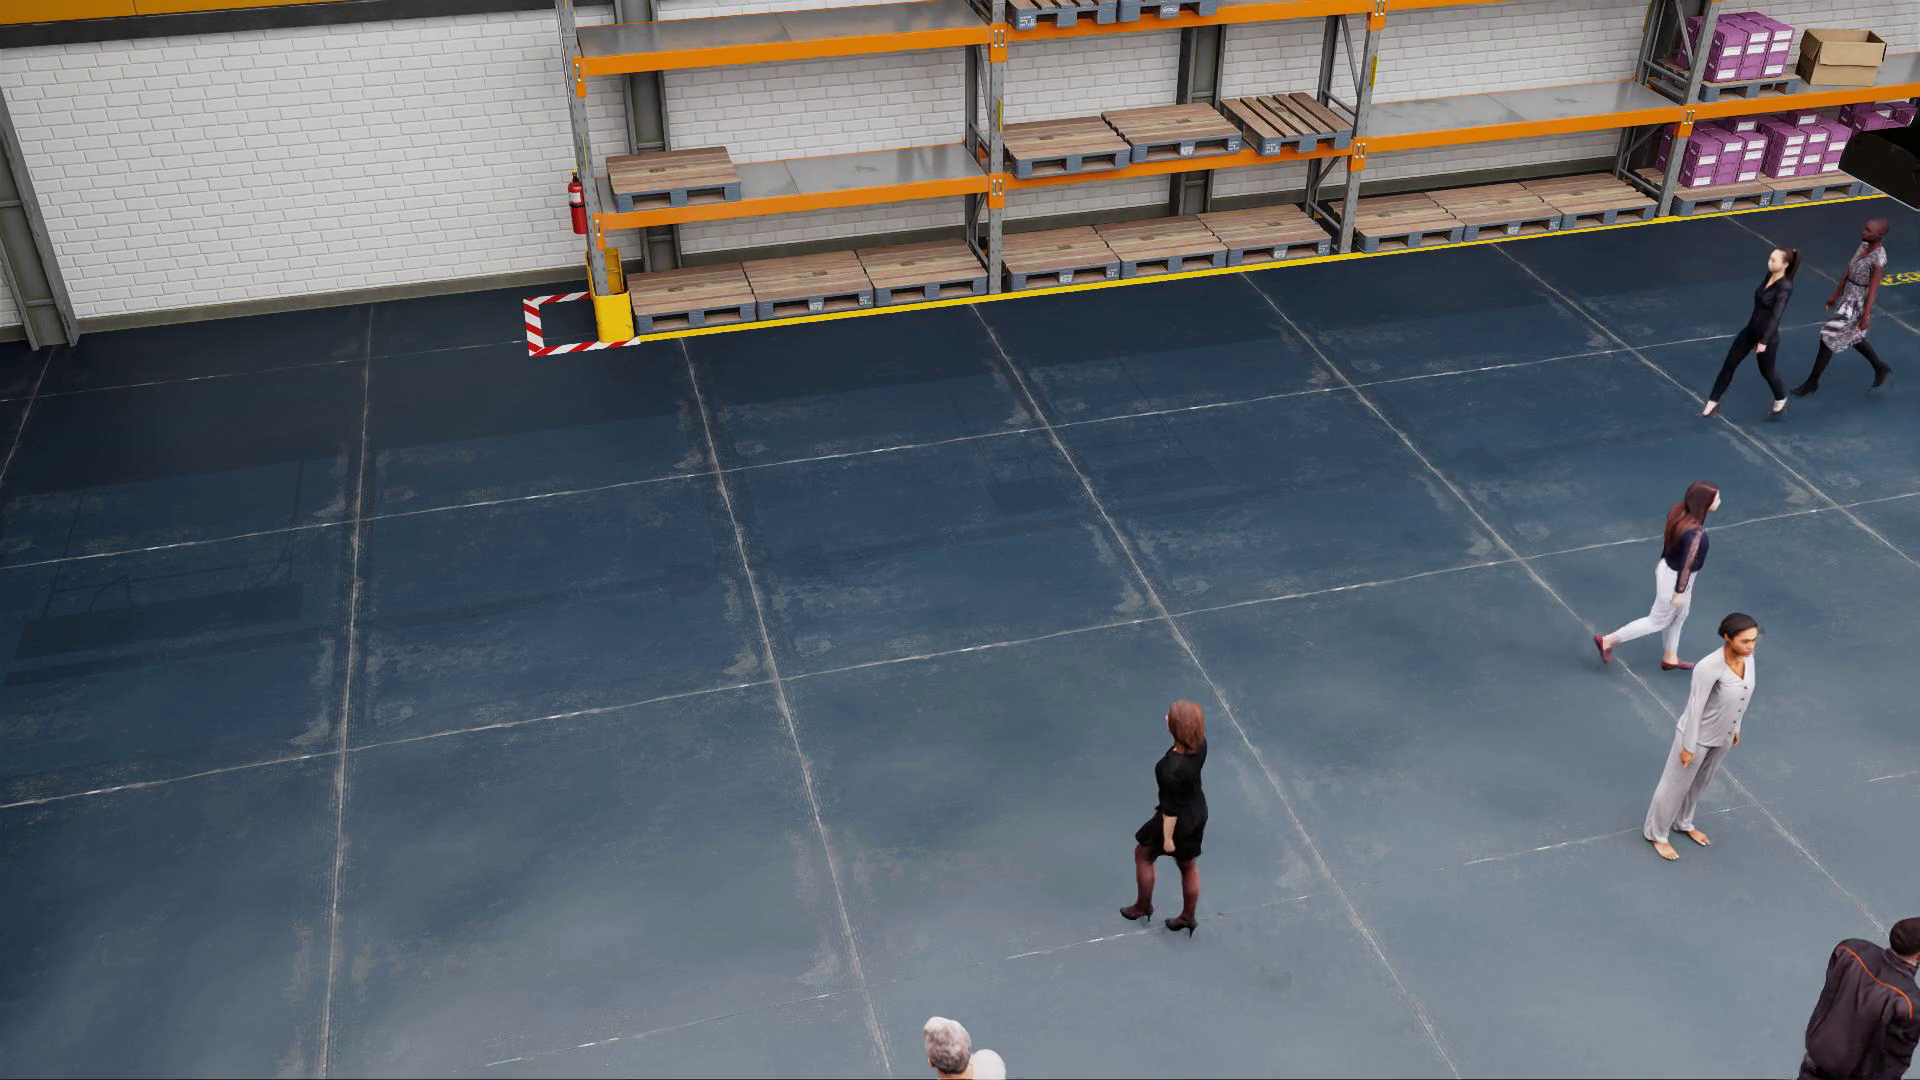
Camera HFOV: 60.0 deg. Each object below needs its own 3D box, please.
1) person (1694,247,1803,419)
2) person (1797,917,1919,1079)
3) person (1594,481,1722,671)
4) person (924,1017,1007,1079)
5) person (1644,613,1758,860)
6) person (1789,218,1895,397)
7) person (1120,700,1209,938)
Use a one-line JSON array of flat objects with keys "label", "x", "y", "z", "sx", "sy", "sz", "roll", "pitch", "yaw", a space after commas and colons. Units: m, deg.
[{"label": "person", "x": 7.149, "y": -1.776, "z": 14.687, "sx": 1.122, "sy": 1.672, "sz": 0.761, "roll": -1, "pitch": 34, "yaw": -2}, {"label": "person", "x": 4.265, "y": 2.524, "z": 8.072, "sx": 1.020, "sy": 1.833, "sz": 0.772, "roll": -11, "pitch": 35, "yaw": -16}, {"label": "person", "x": 4.947, "y": 0.279, "z": 11.673, "sx": 1.084, "sy": 1.587, "sz": 0.876, "roll": 6, "pitch": 34, "yaw": 9}, {"label": "person", "x": 0.017, "y": 2.862, "z": 7.502, "sx": 0.891, "sy": 1.901, "sz": 0.812, "roll": 21, "pitch": 39, "yaw": 28}, {"label": "person", "x": 4.571, "y": 1.168, "z": 10.200, "sx": 0.567, "sy": 1.737, "sz": 0.739, "roll": -17, "pitch": 37, "yaw": -24}, {"label": "person", "x": 8.179, "y": -2.075, "z": 15.061, "sx": 1.202, "sy": 1.756, "sz": 0.910, "roll": 5, "pitch": 34, "yaw": 7}, {"label": "person", "x": 1.331, "y": 1.641, "z": 9.527, "sx": 0.829, "sy": 1.692, "sz": 0.772, "roll": 23, "pitch": 40, "yaw": 30}]
